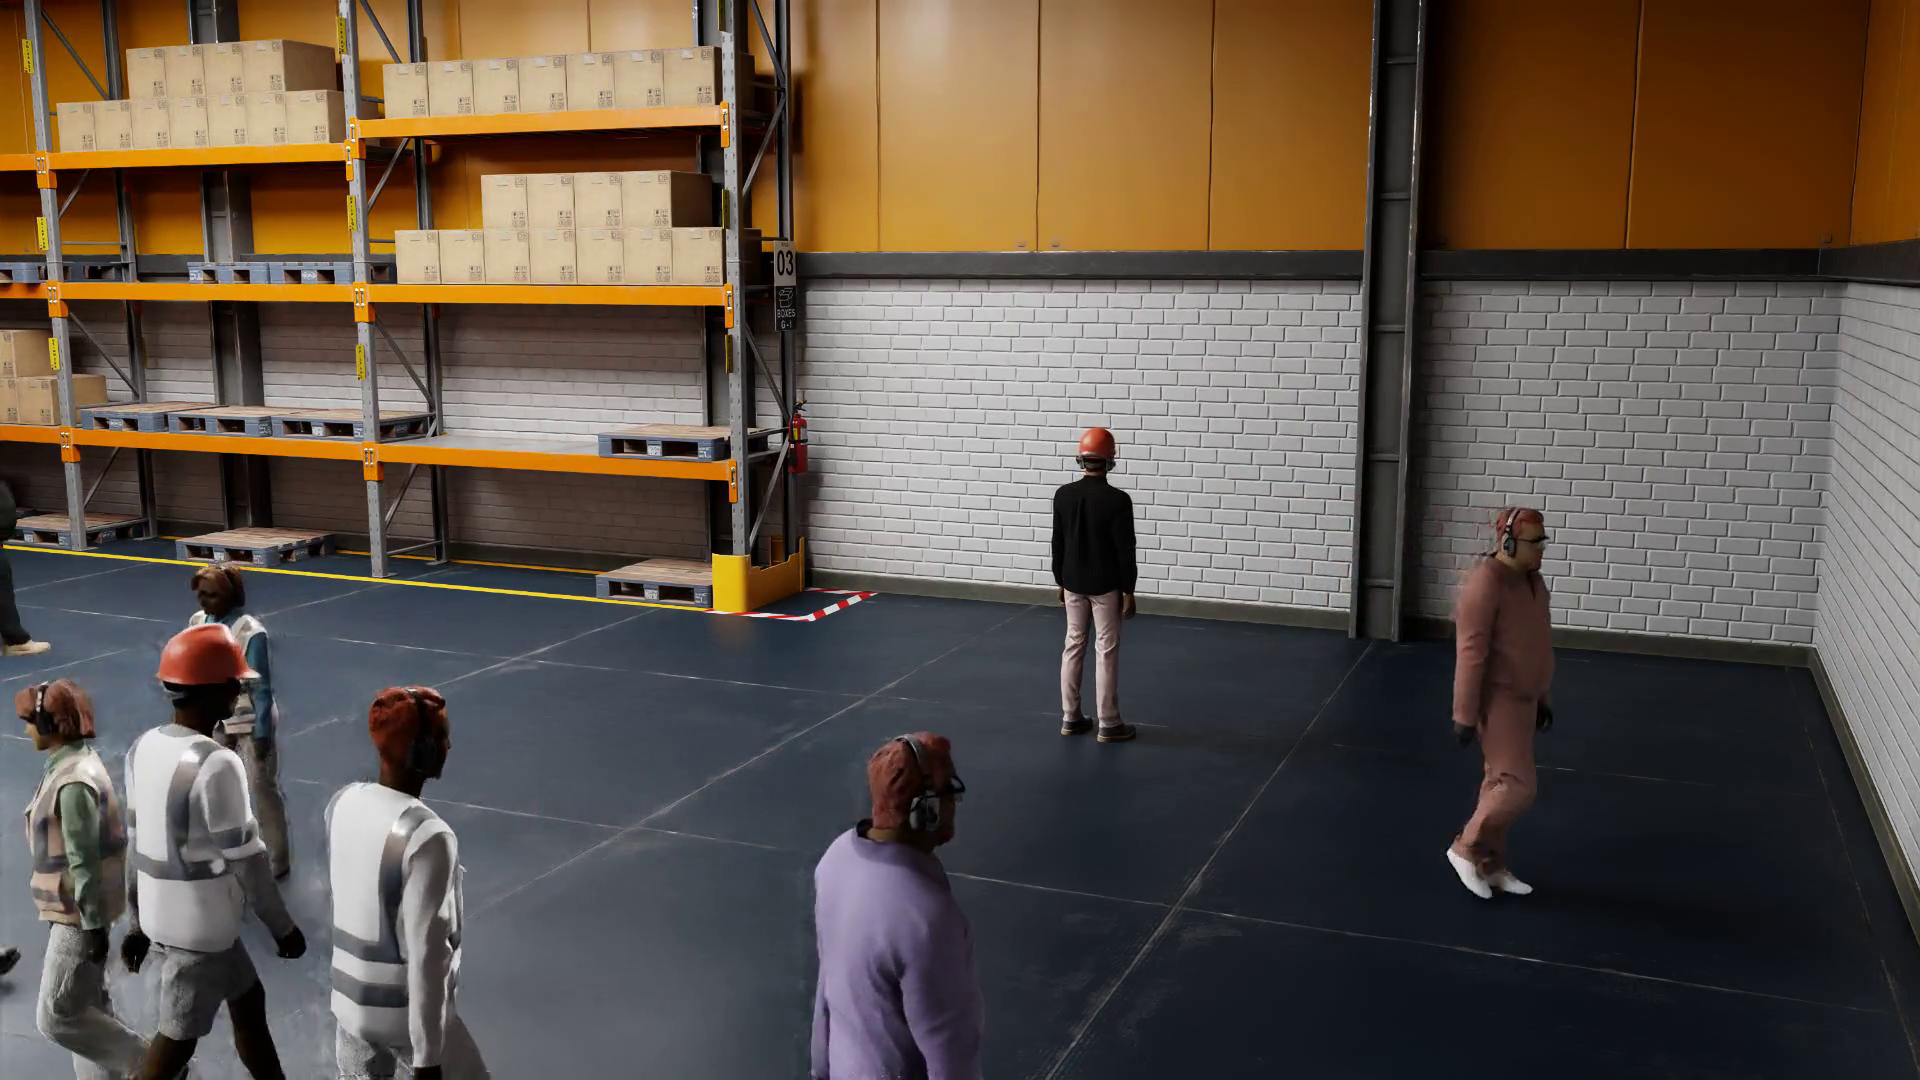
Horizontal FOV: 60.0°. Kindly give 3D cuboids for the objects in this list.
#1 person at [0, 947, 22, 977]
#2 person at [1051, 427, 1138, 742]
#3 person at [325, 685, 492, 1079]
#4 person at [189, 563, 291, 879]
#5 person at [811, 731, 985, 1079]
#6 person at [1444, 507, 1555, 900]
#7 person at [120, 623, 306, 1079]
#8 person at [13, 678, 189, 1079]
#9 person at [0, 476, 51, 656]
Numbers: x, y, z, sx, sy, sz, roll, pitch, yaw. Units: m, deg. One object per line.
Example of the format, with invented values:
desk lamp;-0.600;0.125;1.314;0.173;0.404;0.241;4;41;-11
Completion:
person;-4.241;1.069;6.478;0.617;1.771;0.980;7;12;38
person;0.865;0.283;10.563;0.622;1.995;0.379;8;12;39
person;-1.496;1.307;4.818;0.589;1.835;0.969;7;12;37
person;-3.474;0.897;7.979;0.531;1.605;0.531;5;10;26
person;-0.114;1.398;4.232;1.024;1.855;0.663;-4;10;-21
person;2.615;0.780;7.880;0.431;1.892;0.646;7;12;38
person;-2.448;1.204;5.321;0.551;1.886;0.995;9;13;43
person;-2.999;1.270;5.708;0.397;1.619;0.514;-5;11;-28
person;-7.652;-0.099;12.742;0.972;2.000;0.692;-5;11;-29
